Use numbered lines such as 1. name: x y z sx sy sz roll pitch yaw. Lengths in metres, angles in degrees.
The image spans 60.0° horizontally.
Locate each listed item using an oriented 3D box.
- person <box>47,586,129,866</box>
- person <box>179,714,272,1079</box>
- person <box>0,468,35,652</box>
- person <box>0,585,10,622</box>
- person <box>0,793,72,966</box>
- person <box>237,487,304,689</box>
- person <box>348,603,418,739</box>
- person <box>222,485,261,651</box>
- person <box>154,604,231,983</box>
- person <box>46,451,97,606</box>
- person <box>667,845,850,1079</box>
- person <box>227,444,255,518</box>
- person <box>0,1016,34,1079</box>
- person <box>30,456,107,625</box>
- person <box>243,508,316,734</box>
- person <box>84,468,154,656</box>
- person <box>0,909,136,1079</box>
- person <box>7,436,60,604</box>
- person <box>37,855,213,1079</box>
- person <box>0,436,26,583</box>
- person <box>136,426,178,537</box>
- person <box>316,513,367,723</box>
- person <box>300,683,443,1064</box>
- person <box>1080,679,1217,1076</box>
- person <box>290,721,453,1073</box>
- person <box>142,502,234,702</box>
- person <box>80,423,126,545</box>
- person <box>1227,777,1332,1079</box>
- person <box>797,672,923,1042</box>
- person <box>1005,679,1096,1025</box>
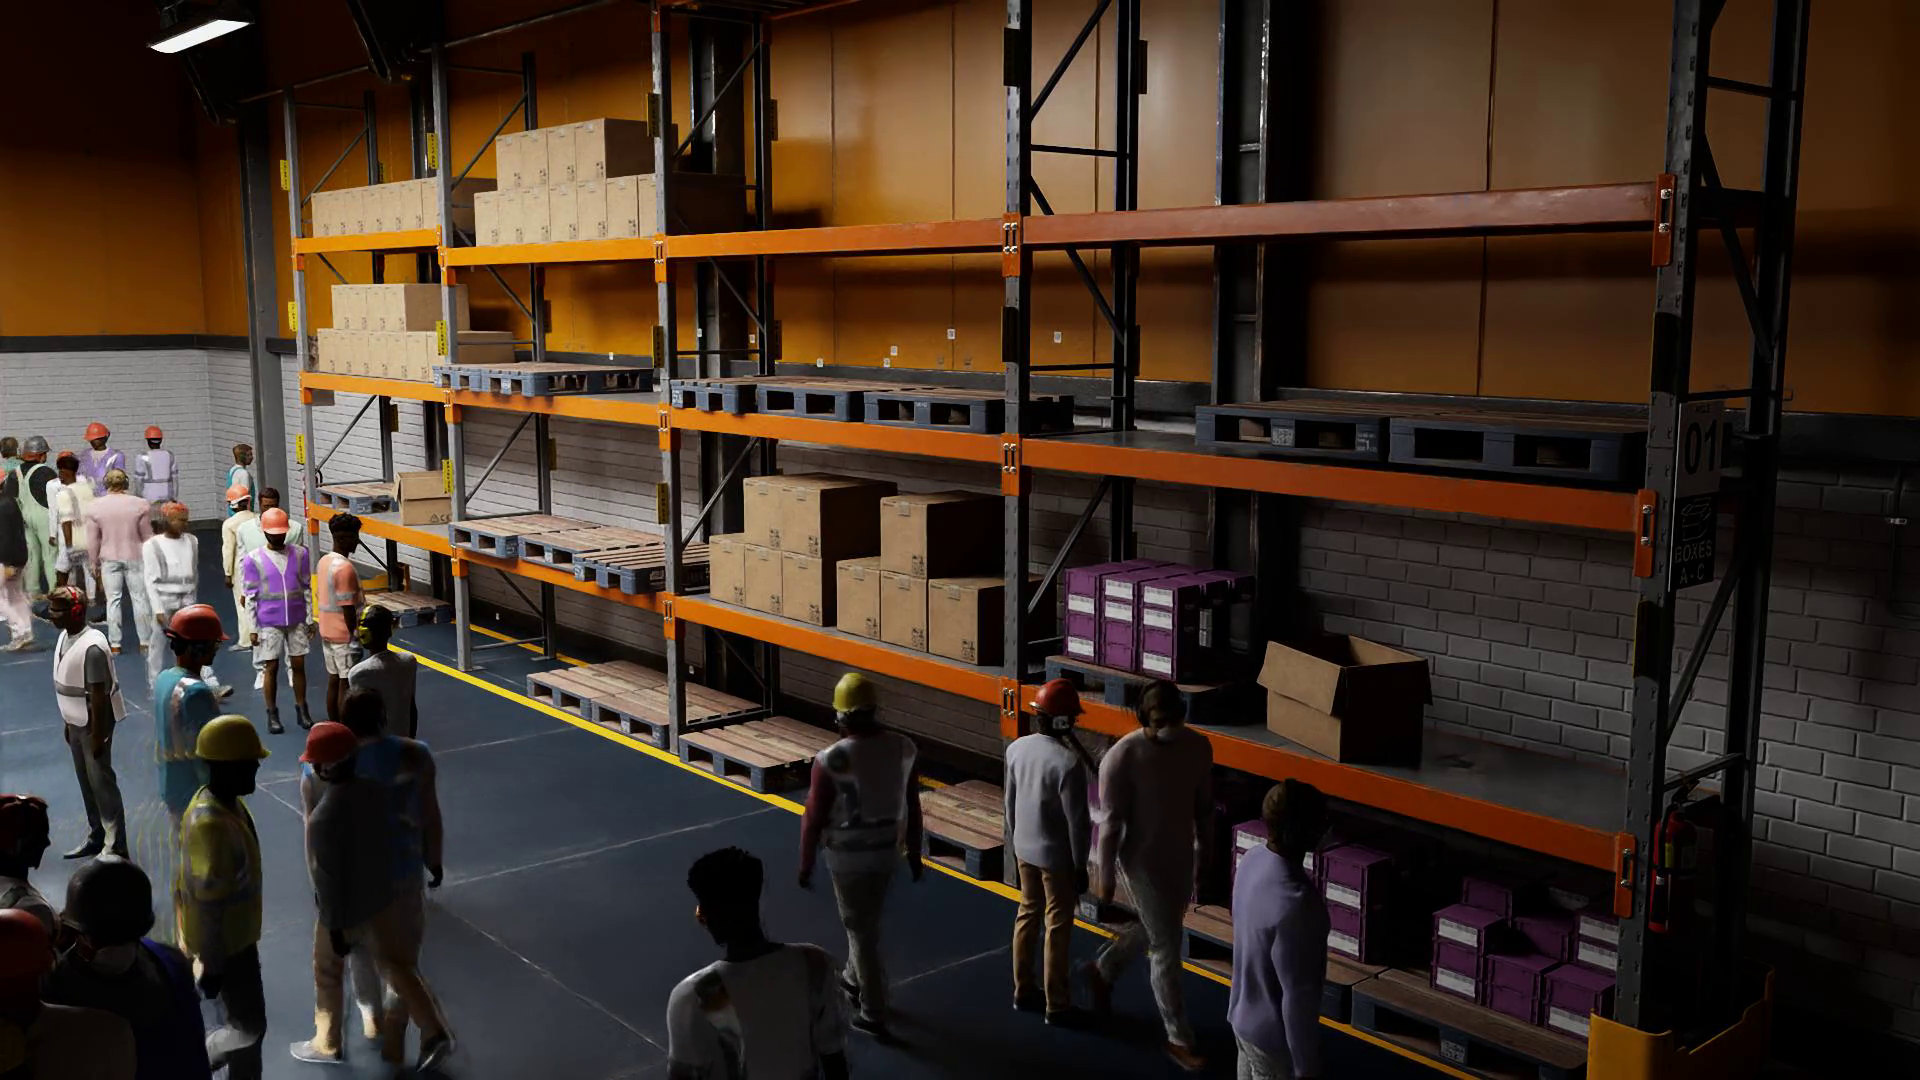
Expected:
1. person: -5.629 1.195 10.762 0.561 1.836 0.392 8 11 43
2. person: -3.196 1.682 7.121 0.559 1.911 0.586 -3 9 -18
3. person: -9.869 0.200 17.182 0.439 1.969 0.648 -2 8 -14
4. person: -11.000 -0.018 18.866 0.370 1.927 0.588 -5 9 -30
5. person: -3.401 1.843 6.070 0.573 1.887 0.356 6 10 34
6. person: -6.483 0.447 15.706 0.593 1.911 0.387 -3 9 -19
7. person: -3.445 1.296 9.937 0.328 1.870 0.510 4 9 25
8. person: -7.475 0.290 17.366 0.355 1.742 0.567 3 9 22
9. person: -4.102 1.354 8.992 0.405 2.032 0.610 -7 11 -41
10. person: -10.518 -0.118 19.716 0.355 1.882 0.575 5 10 32
11. person: -0.673 1.931 5.424 0.620 1.903 1.022 -7 11 -39
12. person: -9.112 -0.305 21.145 0.327 1.842 0.511 -8 11 -42
13. person: -2.624 2.138 4.560 0.488 1.737 0.322 2 8 13
14. person: -9.970 0.014 18.685 1.004 1.908 0.622 2 8 12
15. person: -5.734 0.678 14.054 0.548 1.924 0.387 -7 11 -39
16. person: -8.632 0.224 17.137 0.627 1.941 0.370 -4 9 -23
17. person: -2.630 1.990 4.715 0.618 1.986 0.408 -4 9 -24
18. person: -11.037 -0.244 20.043 0.672 2.000 0.536 2 9 16
19. person: -2.485 1.920 5.002 0.537 2.000 0.689 3 9 19
20. person: -12.146 -0.376 21.379 0.437 1.922 0.623 0 8 0
21. person: -11.090 -0.608 22.980 0.373 1.930 0.541 7 11 41
22. person: -4.949 0.755 13.383 0.377 1.958 0.600 -6 10 -37
23. person: -2.827 1.595 8.033 0.629 1.822 0.777 -2 8 -11
24. person: 0.897 1.556 8.092 0.645 1.895 0.894 -5 10 -33
25. person: -2.801 1.675 7.808 0.829 1.723 0.574 3 9 23
26. person: -7.027 0.587 14.971 0.944 1.832 0.596 5 9 30
27. person: -11.455 -0.553 22.215 0.605 2.034 0.392 0 8 3
28. person: 1.172 1.814 6.089 0.379 1.940 0.629 -1 8 -6
29. person: -0.559 1.546 8.390 0.612 1.798 0.809 -6 10 -35
30. person: 0.476 1.566 8.462 0.345 1.746 0.573 -6 10 -37
